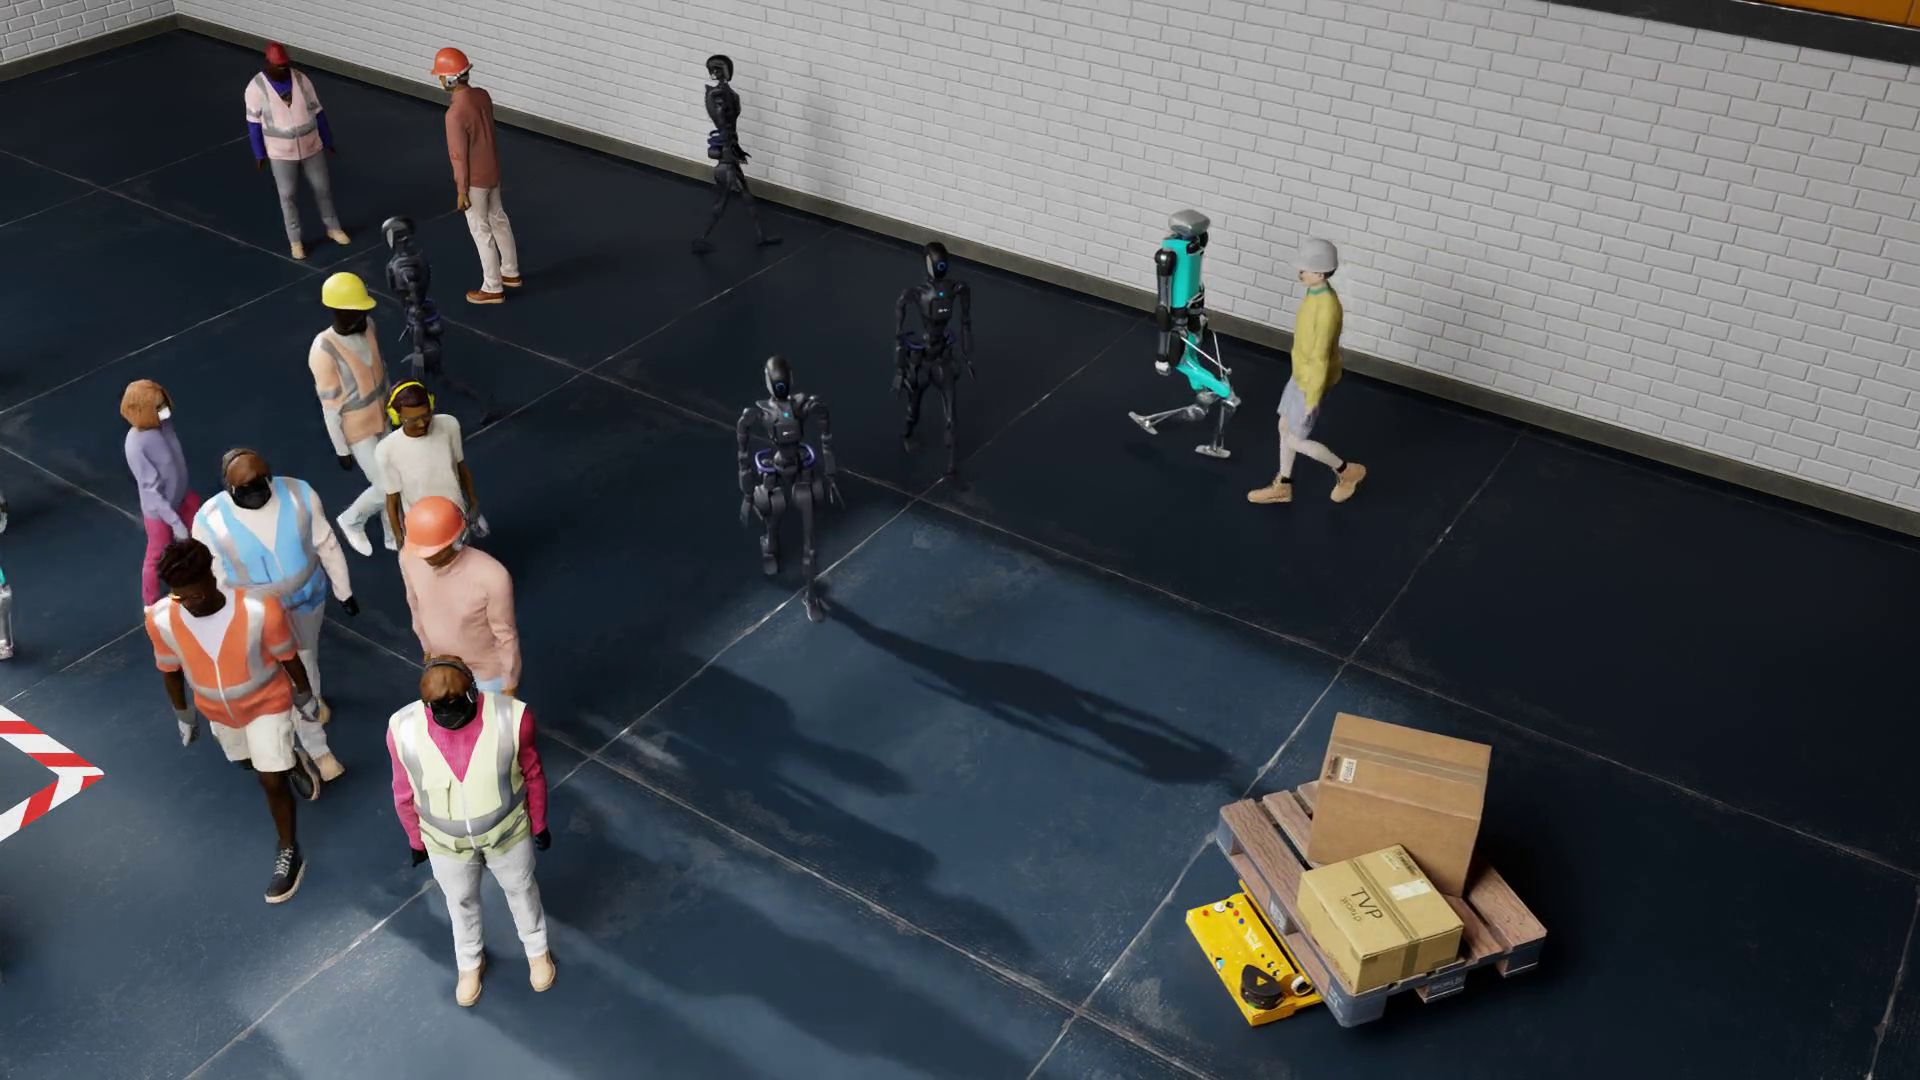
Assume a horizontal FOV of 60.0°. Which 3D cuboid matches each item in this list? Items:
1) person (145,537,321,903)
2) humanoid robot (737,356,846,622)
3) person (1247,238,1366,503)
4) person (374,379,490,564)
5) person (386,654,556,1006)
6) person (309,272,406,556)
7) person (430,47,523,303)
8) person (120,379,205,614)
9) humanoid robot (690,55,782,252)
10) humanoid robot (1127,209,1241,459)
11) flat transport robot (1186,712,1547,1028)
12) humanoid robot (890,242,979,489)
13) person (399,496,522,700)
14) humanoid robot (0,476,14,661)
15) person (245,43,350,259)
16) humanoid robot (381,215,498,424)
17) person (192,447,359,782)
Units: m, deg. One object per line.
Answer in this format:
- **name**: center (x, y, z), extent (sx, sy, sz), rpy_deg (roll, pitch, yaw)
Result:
- **person**: center (-3.359, 0.709, 7.817), extent (0.626, 1.922, 0.883), rpy_deg (-3, 35, -4)
- **humanoid robot**: center (-0.989, -0.356, 9.565), extent (0.616, 1.637, 0.689), rpy_deg (-11, 37, -16)
- **person**: center (2.220, -1.001, 10.299), extent (0.623, 1.873, 0.488), rpy_deg (-1, 35, -1)
- **person**: center (-2.794, -0.057, 8.966), extent (0.353, 1.855, 0.526), rpy_deg (30, 45, 35)
- **person**: center (-2.061, 1.243, 7.116), extent (0.619, 1.845, 0.430), rpy_deg (-7, 36, -10)
- **person**: center (-3.512, -0.698, 9.825), extent (0.465, 1.908, 0.606), rpy_deg (7, 36, 10)
- **person**: center (-3.721, -2.794, 12.762), extent (0.400, 1.985, 0.616), rpy_deg (6, 35, 9)
- **person**: center (-4.409, -0.200, 9.398), extent (0.858, 1.579, 0.501), rpy_deg (2, 35, 3)
- **humanoid robot**: center (-1.885, -3.140, 13.560), extent (0.762, 1.627, 0.597), rpy_deg (-1, 35, -1)
- **humanoid robot**: center (1.577, -1.261, 10.796), extent (1.028, 1.736, 0.559), rpy_deg (22, 40, 28)
- **flat transport robot**: center (1.842, 1.768, 7.737), extent (1.431, 0.231, 0.659), rpy_deg (-12, 37, -16)
- **humanoid robot**: center (-0.182, -1.167, 10.746), extent (0.600, 1.621, 0.794), rpy_deg (-16, 38, -21)
- **person**: center (-2.347, 0.597, 7.927), extent (0.626, 1.969, 0.445), rpy_deg (11, 37, 16)
- **humanoid robot**: center (-5.460, -0.048, 9.090), extent (0.559, 1.801, 0.809), rpy_deg (-16, 38, -22)
- **person**: center (-5.404, -3.165, 13.507), extent (0.651, 1.749, 0.419), rpy_deg (-21, 40, -27)
- **humanoid robot**: center (-3.513, -1.387, 11.046), extent (0.724, 1.630, 0.597), rpy_deg (-14, 37, -19)
- **person**: center (-3.382, 0.348, 8.422), extent (0.633, 1.796, 0.933), rpy_deg (-25, 42, -31)
